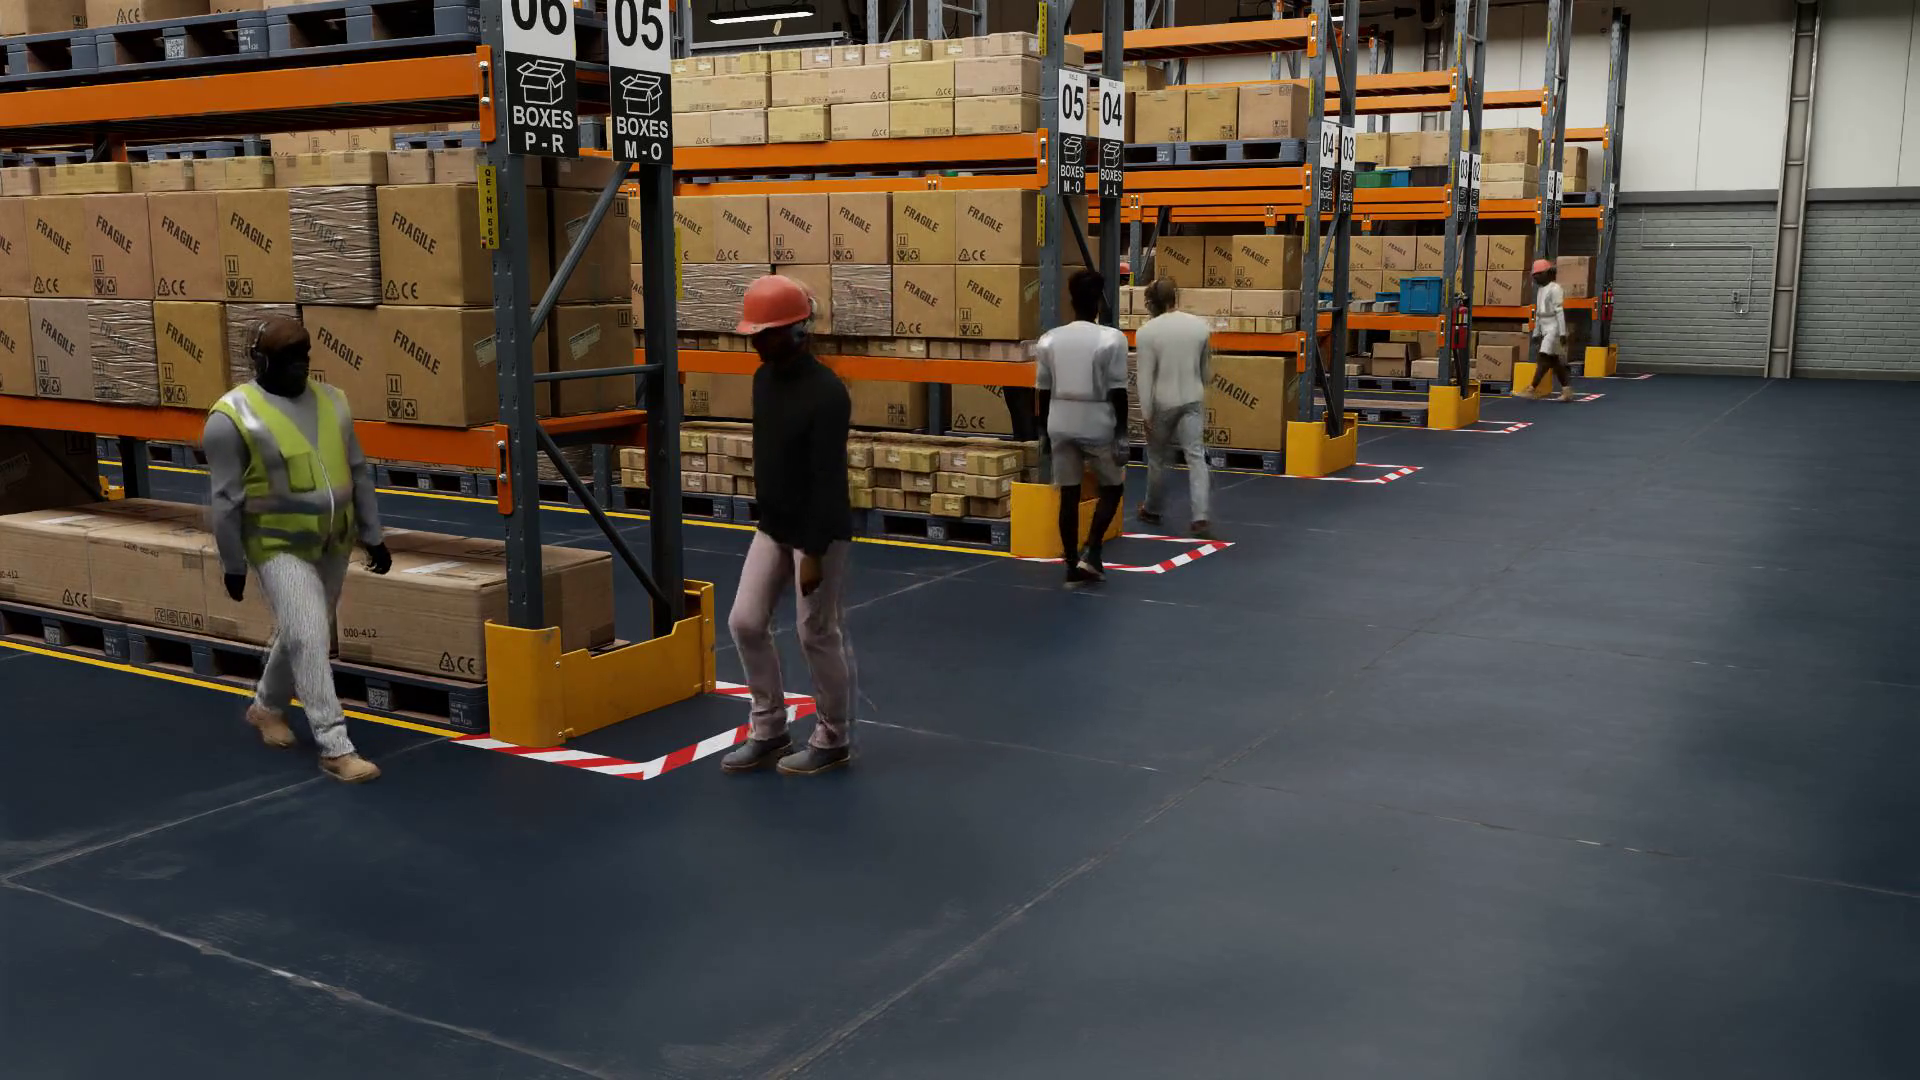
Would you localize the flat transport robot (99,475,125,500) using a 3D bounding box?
[{"bbox_3d":[-7.510,-0.375,13.355,0.652,0.197,1.431,6,11,30],"label":"flat transport robot"}]

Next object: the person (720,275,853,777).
[{"bbox_3d":[-0.661,-0.016,6.347,0.646,1.951,0.651,-8,12,-39],"label":"person"}]

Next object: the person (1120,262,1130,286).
[{"bbox_3d":[2.319,-2.977,23.717,0.360,1.938,0.546,8,13,39],"label":"person"}]

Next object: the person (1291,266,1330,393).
[{"bbox_3d":[5.198,-3.141,24.656,1.008,1.937,0.642,5,11,26],"label":"person"}]

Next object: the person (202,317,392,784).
[{"bbox_3d":[-2.650,0.017,6.606,0.930,1.806,0.638,6,11,30],"label":"person"}]

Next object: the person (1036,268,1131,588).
[{"bbox_3d":[0.762,-0.668,10.134,0.632,1.954,0.419,5,11,28],"label":"person"}]

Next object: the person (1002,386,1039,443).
[{"bbox_3d":[0.538,-1.646,15.621,0.536,2.000,0.688,4,11,24],"label":"person"}]

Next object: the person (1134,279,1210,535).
[{"bbox_3d":[1.564,-0.978,12.251,0.652,1.871,1.040,-3,10,-16],"label":"person"}]

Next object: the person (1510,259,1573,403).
[{"bbox_3d":[8.140,-2.882,23.033,0.908,1.975,0.707,0,10,-2],"label":"person"}]
